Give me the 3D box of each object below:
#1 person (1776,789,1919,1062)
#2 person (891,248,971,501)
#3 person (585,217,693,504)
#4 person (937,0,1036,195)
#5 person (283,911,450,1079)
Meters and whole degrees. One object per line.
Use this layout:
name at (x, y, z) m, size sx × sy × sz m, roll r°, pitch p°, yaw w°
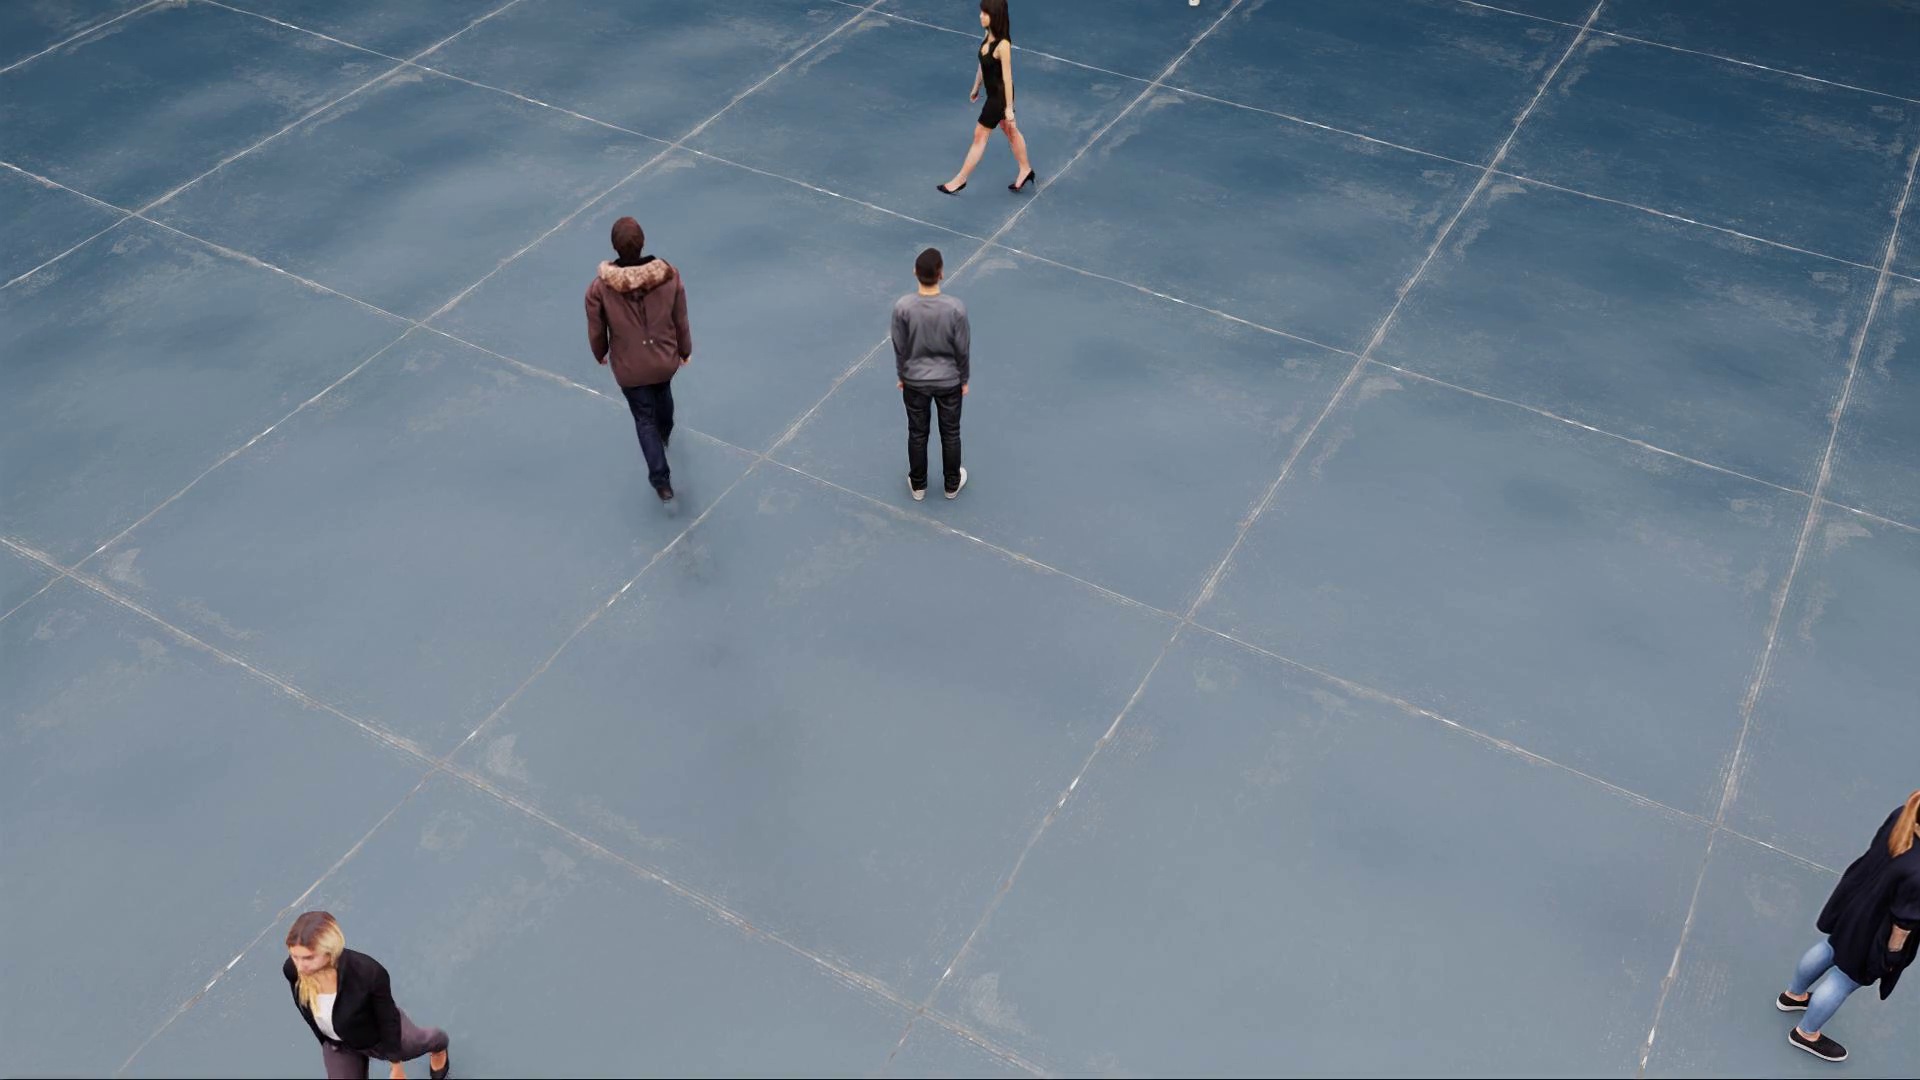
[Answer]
person at (3.939, 1.626, 7.184) m, size 0.761 × 1.683 × 0.614 m, roll 7°, pitch 43°, yaw 8°
person at (-0.164, -0.974, 9.989) m, size 0.699 × 1.761 × 0.699 m, roll 1°, pitch 42°, yaw 2°
person at (-1.889, -1.047, 10.035) m, size 1.230 × 1.807 × 1.255 m, roll -13°, pitch 44°, yaw -14°
person at (0.375, -3.374, 12.748) m, size 1.071 × 1.604 × 1.012 m, roll -10°, pitch 43°, yaw -11°
person at (-2.375, 1.986, 6.841) m, size 0.919 × 1.612 × 1.153 m, roll 2°, pitch 42°, yaw 3°
